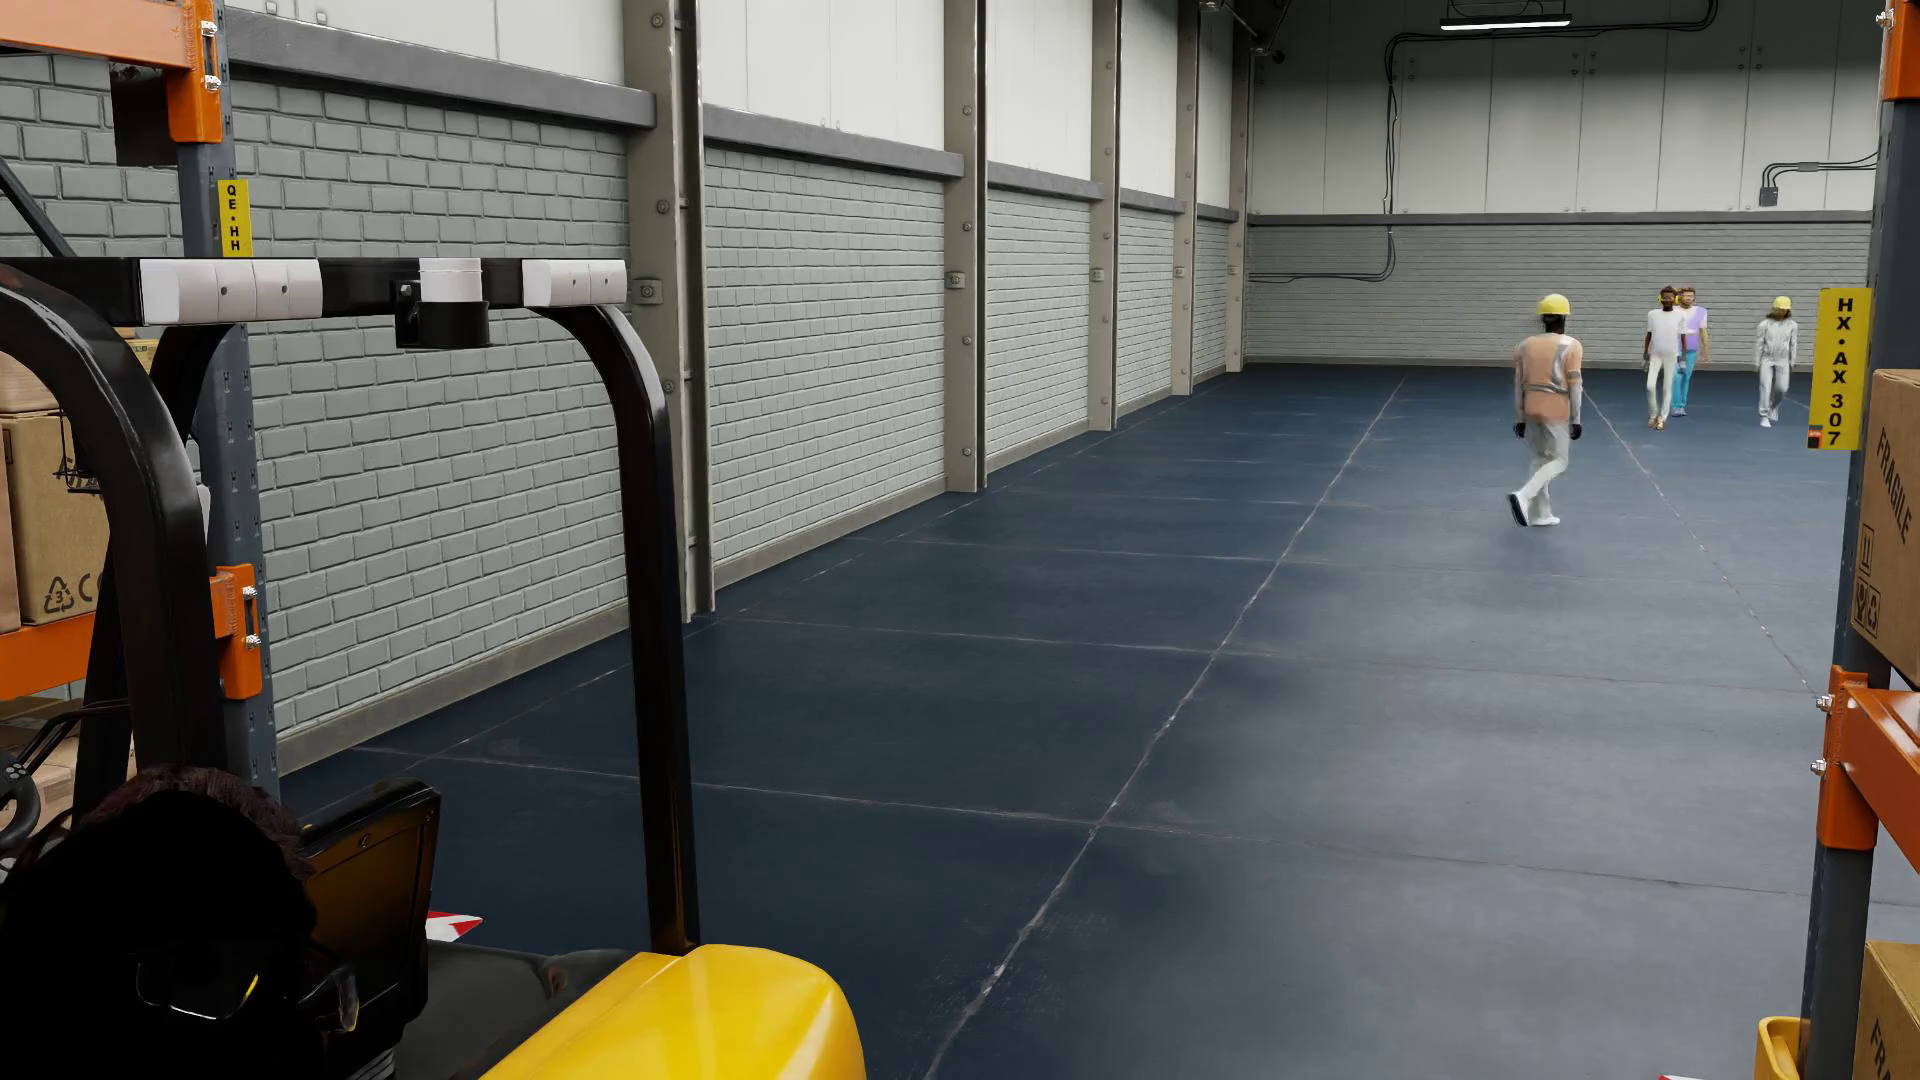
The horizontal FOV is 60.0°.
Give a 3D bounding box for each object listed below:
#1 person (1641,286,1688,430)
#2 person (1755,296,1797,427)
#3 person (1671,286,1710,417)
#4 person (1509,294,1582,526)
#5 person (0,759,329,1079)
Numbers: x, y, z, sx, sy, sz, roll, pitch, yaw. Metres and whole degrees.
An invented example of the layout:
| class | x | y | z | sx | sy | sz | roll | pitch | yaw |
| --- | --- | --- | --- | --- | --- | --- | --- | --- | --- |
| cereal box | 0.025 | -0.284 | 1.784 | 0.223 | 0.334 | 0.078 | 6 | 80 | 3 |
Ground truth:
| class | x | y | z | sx | sy | sz | roll | pitch | yaw |
| --- | --- | --- | --- | --- | --- | --- | --- | --- | --- |
| person | 9.012 | -2.322 | 21.319 | 0.563 | 1.852 | 0.527 | 6 | 11 | 31 |
| person | 10.695 | -2.343 | 21.833 | 0.504 | 1.726 | 0.474 | 2 | 10 | 12 |
| person | 10.115 | -2.612 | 23.169 | 0.590 | 1.817 | 0.802 | 1 | 10 | 6 |
| person | 4.702 | -1.027 | 13.439 | 0.681 | 1.911 | 0.594 | -6 | 11 | -33 |
| person | -0.493 | 1.068 | 1.105 | 0.534 | 1.864 | 0.310 | 1 | 10 | 8 |
